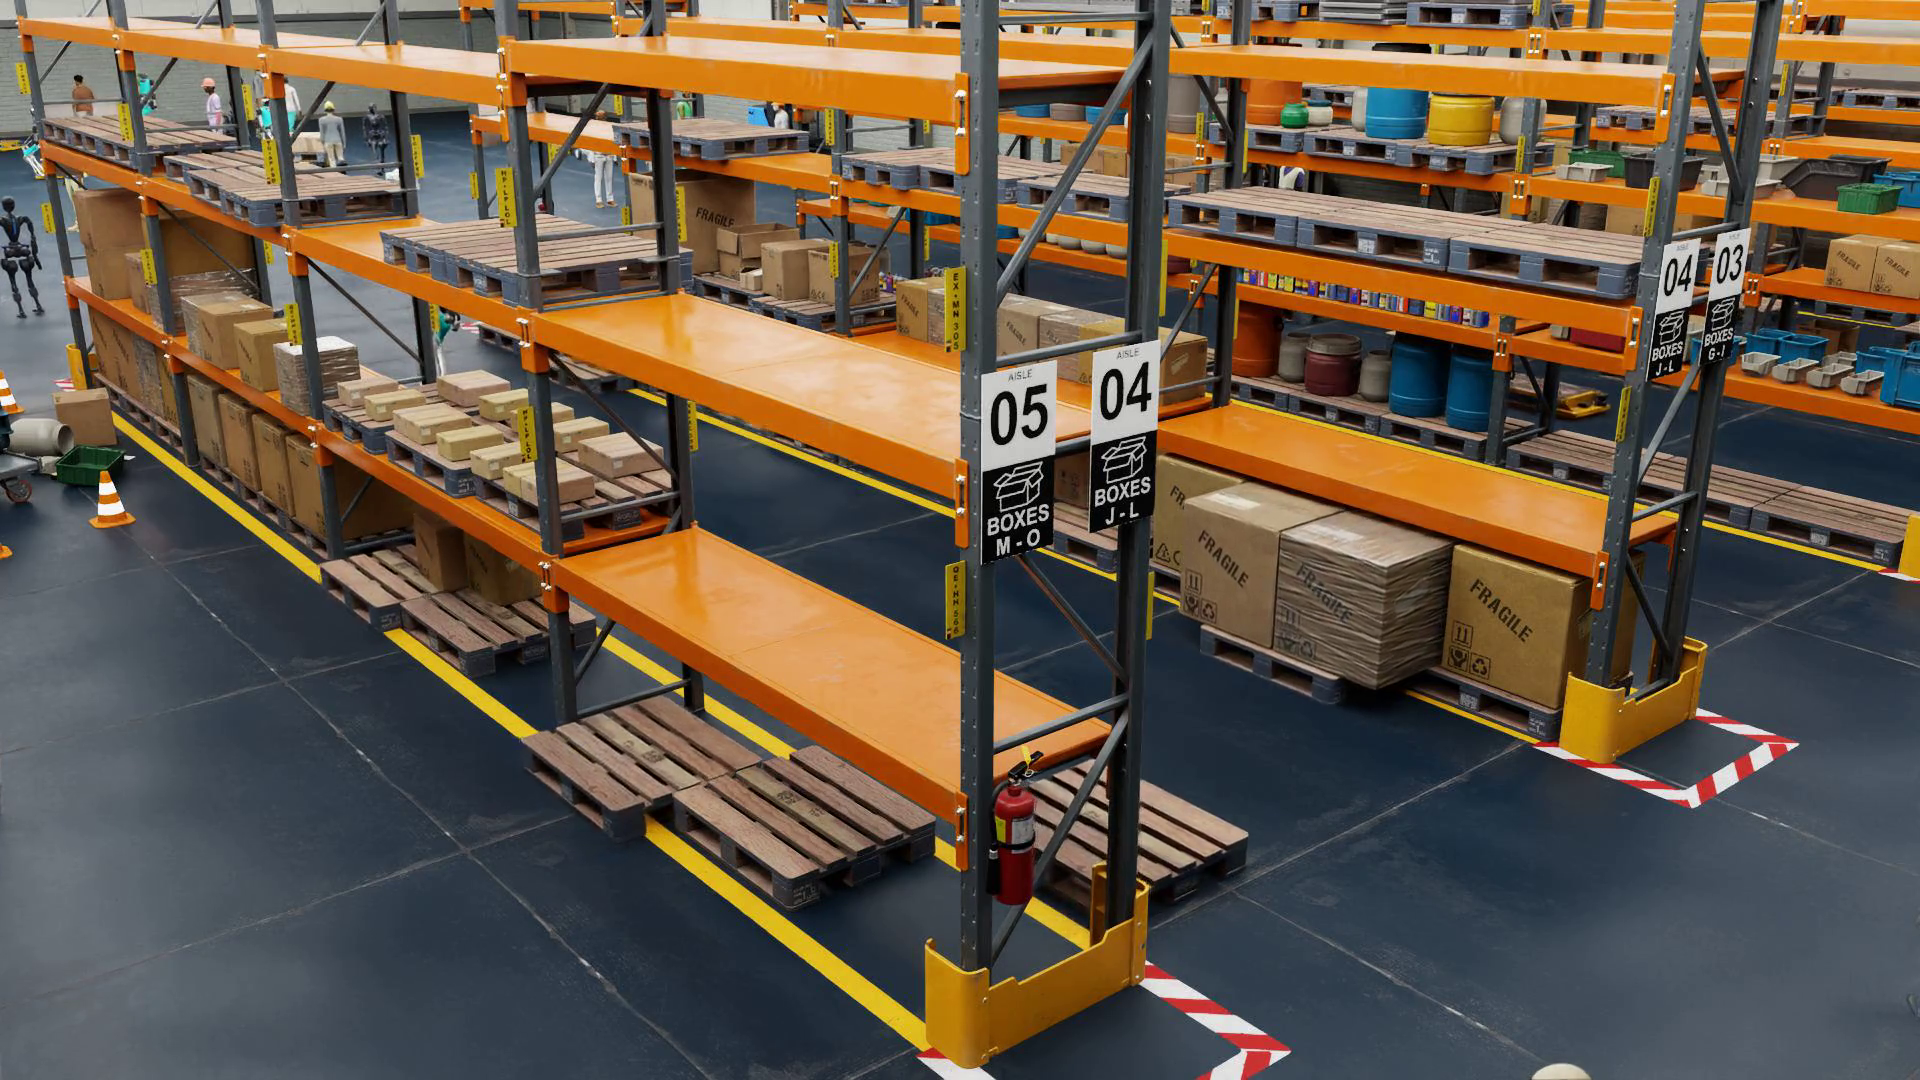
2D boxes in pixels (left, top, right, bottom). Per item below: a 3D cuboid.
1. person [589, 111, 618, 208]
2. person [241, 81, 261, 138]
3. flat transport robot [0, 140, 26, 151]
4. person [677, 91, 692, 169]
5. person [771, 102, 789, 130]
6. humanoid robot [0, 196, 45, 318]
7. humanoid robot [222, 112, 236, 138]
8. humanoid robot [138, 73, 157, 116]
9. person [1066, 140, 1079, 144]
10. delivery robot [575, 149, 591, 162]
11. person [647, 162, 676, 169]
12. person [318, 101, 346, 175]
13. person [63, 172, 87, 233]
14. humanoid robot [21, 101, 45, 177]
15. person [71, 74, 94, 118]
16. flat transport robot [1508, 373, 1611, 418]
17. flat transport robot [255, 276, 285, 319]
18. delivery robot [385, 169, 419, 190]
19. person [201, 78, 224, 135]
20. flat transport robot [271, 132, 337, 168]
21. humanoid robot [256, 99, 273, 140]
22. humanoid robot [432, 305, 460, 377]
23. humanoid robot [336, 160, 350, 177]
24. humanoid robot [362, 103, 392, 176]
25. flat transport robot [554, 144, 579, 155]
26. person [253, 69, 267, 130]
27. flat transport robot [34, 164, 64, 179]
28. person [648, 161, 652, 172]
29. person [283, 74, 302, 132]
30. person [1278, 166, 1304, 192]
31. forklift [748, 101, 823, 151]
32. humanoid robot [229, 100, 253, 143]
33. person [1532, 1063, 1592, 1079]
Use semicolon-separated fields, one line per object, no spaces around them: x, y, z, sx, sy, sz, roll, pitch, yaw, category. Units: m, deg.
-7.070;-7.552;33.002;0.571;1.879;0.356;-16;25;-38;person
-19.541;-11.799;45.390;0.783;1.669;0.520;10;22;27;person
-24.923;-10.157;42.844;1.431;0.231;0.659;2;19;6;flat transport robot
-6.298;-9.429;38.196;0.405;1.980;0.483;3;20;7;person
-3.890;-8.696;36.249;0.386;1.889;0.566;-8;21;-22;person
-13.024;-3.899;22.910;0.378;1.654;0.615;18;26;42;humanoid robot
-15.441;-8.200;35.144;0.434;1.641;0.593;-2;19;-6;humanoid robot
-22.332;-11.866;45.512;0.539;1.736;1.022;3;20;8;humanoid robot
2.183;-6.952;31.543;0.564;1.713;0.869;12;22;30;person
-9.062;-9.540;40.672;0.499;0.606;0.807;-12;23;-31;delivery robot
-5.949;-7.516;33.164;0.555;1.695;0.333;-9;21;-23;person
-13.828;-8.772;36.667;0.522;1.755;0.393;-11;22;-29;person
-15.974;-6.503;29.997;0.543;1.891;0.379;13;23;33;person
-20.581;-8.931;36.936;0.735;1.677;0.533;1;19;3;humanoid robot
-23.198;-11.404;44.063;0.914;1.814;0.798;6;20;17;person
6.439;-1.621;18.550;0.659;0.231;1.431;-14;24;-34;flat transport robot
-9.372;-2.548;21.188;1.431;0.231;0.659;5;20;13;flat transport robot
-11.851;-7.642;35.277;0.499;0.611;0.814;7;21;20;delivery robot
-17.653;-9.884;39.393;0.373;2.044;0.604;-13;23;-32;person
-15.366;-8.833;39.076;0.659;0.231;1.431;0;19;0;flat transport robot
-15.229;-8.885;37.113;0.774;1.838;0.542;14;24;35;humanoid robot
-6.019;-2.481;18.956;0.544;1.893;0.743;-16;25;-38;humanoid robot
-10.052;-5.400;27.243;0.612;1.626;0.762;2;19;6;humanoid robot
-13.213;-9.090;37.757;0.598;1.622;0.756;-2;19;-6;humanoid robot
-9.878;-9.961;42.286;0.659;0.231;1.431;11;22;28;flat transport robot
-19.985;-12.684;47.608;0.402;1.879;0.495;5;20;15;person
-20.601;-8.357;37.719;0.659;0.231;1.431;-10;21;-25;flat transport robot
-5.093;-6.015;28.518;0.382;1.957;0.601;7;21;20;person
-17.492;-11.199;43.412;0.487;1.859;1.012;2;19;6;person
5.355;-5.457;27.087;0.378;1.843;0.568;-9;21;-24;person
-4.526;-11.368;42.374;1.129;2.768;1.873;-15;24;-37;forklift
-16.498;-9.251;38.140;0.364;1.652;0.601;6;20;17;humanoid robot
1.670;2.345;4.955;0.379;1.797;0.603;-14;24;-35;person
